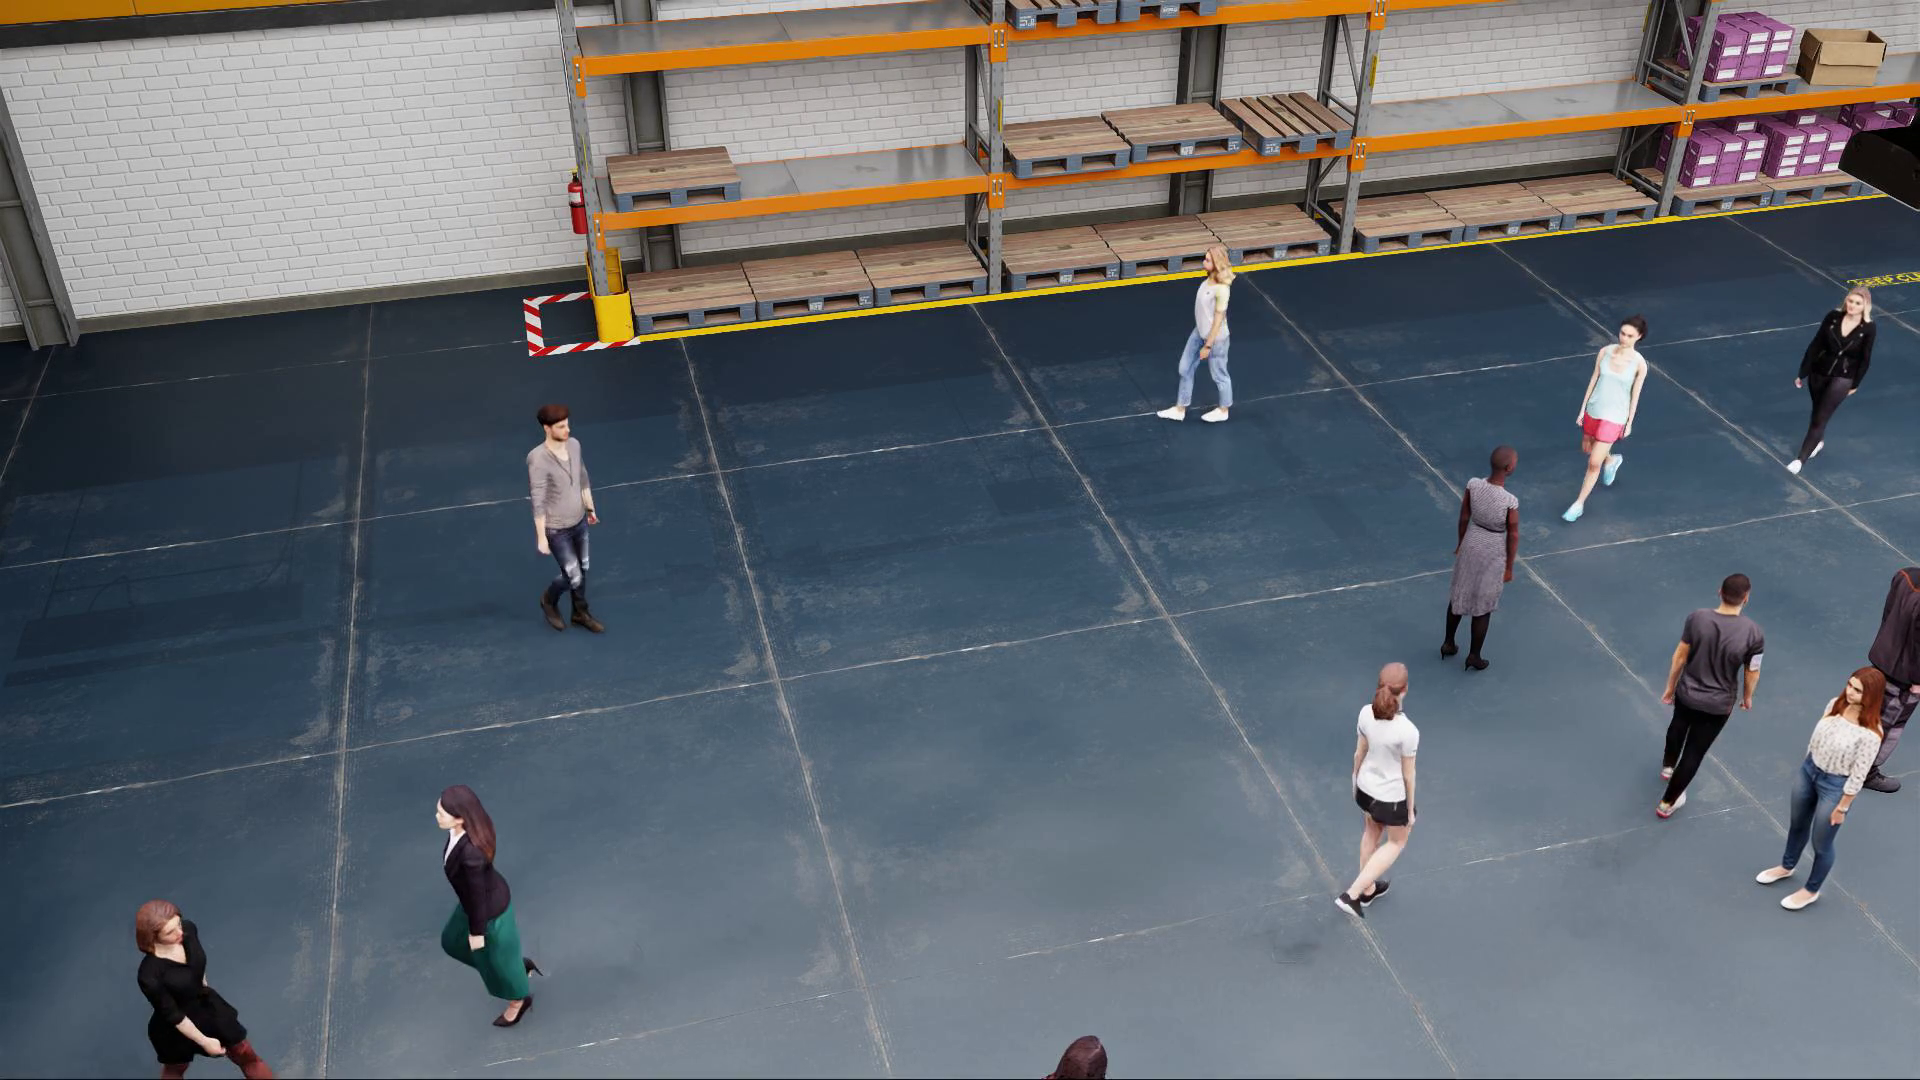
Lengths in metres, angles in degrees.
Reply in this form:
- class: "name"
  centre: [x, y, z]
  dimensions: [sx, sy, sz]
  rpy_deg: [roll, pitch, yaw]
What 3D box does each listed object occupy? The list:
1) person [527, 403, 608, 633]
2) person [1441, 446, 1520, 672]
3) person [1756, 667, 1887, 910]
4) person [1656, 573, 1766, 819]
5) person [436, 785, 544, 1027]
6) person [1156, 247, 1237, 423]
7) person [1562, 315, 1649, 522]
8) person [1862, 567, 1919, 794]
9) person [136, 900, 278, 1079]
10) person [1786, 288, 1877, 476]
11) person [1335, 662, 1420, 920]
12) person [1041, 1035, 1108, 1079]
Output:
- class: "person"
  centre: [-2.932, -0.148, 12.035]
  dimensions: [0.947, 1.896, 0.891]
  rpy_deg: [16, 37, 23]
- class: "person"
  centre: [3.668, 0.137, 11.703]
  dimensions: [0.674, 1.790, 0.692]
  rpy_deg: [-25, 41, -32]
- class: "person"
  centre: [5.124, 1.435, 9.806]
  dimensions: [0.506, 1.728, 0.566]
  rpy_deg: [-7, 34, -10]
- class: "person"
  centre: [4.626, 1.025, 10.409]
  dimensions: [0.883, 1.742, 0.987]
  rpy_deg: [27, 42, 35]
- class: "person"
  centre: [-2.481, 1.973, 8.995]
  dimensions: [0.760, 1.728, 0.666]
  rpy_deg: [-14, 36, -20]
- class: "person"
  centre: [2.310, -1.773, 14.659]
  dimensions: [0.888, 1.698, 0.608]
  rpy_deg: [-9, 35, -13]
- class: "person"
  centre: [5.265, -1.018, 13.482]
  dimensions: [1.165, 1.743, 0.911]
  rpy_deg: [-27, 42, -35]
- class: "person"
  centre: [6.053, 0.774, 10.683]
  dimensions: [0.729, 1.857, 0.785]
  rpy_deg: [1, 34, 2]
- class: "person"
  centre: [-3.973, 2.427, 8.373]
  dimensions: [1.153, 1.661, 0.935]
  rpy_deg: [7, 34, 10]
- class: "person"
  centre: [7.425, -1.393, 14.136]
  dimensions: [0.977, 1.643, 1.195]
  rpy_deg: [29, 43, 36]
- class: "person"
  centre: [2.394, 1.520, 9.677]
  dimensions: [0.900, 1.728, 0.791]
  rpy_deg: [-22, 40, -30]
- class: "person"
  centre: [0.544, 2.910, 7.703]
  dimensions: [0.729, 1.599, 0.790]
  rpy_deg: [17, 37, 23]
